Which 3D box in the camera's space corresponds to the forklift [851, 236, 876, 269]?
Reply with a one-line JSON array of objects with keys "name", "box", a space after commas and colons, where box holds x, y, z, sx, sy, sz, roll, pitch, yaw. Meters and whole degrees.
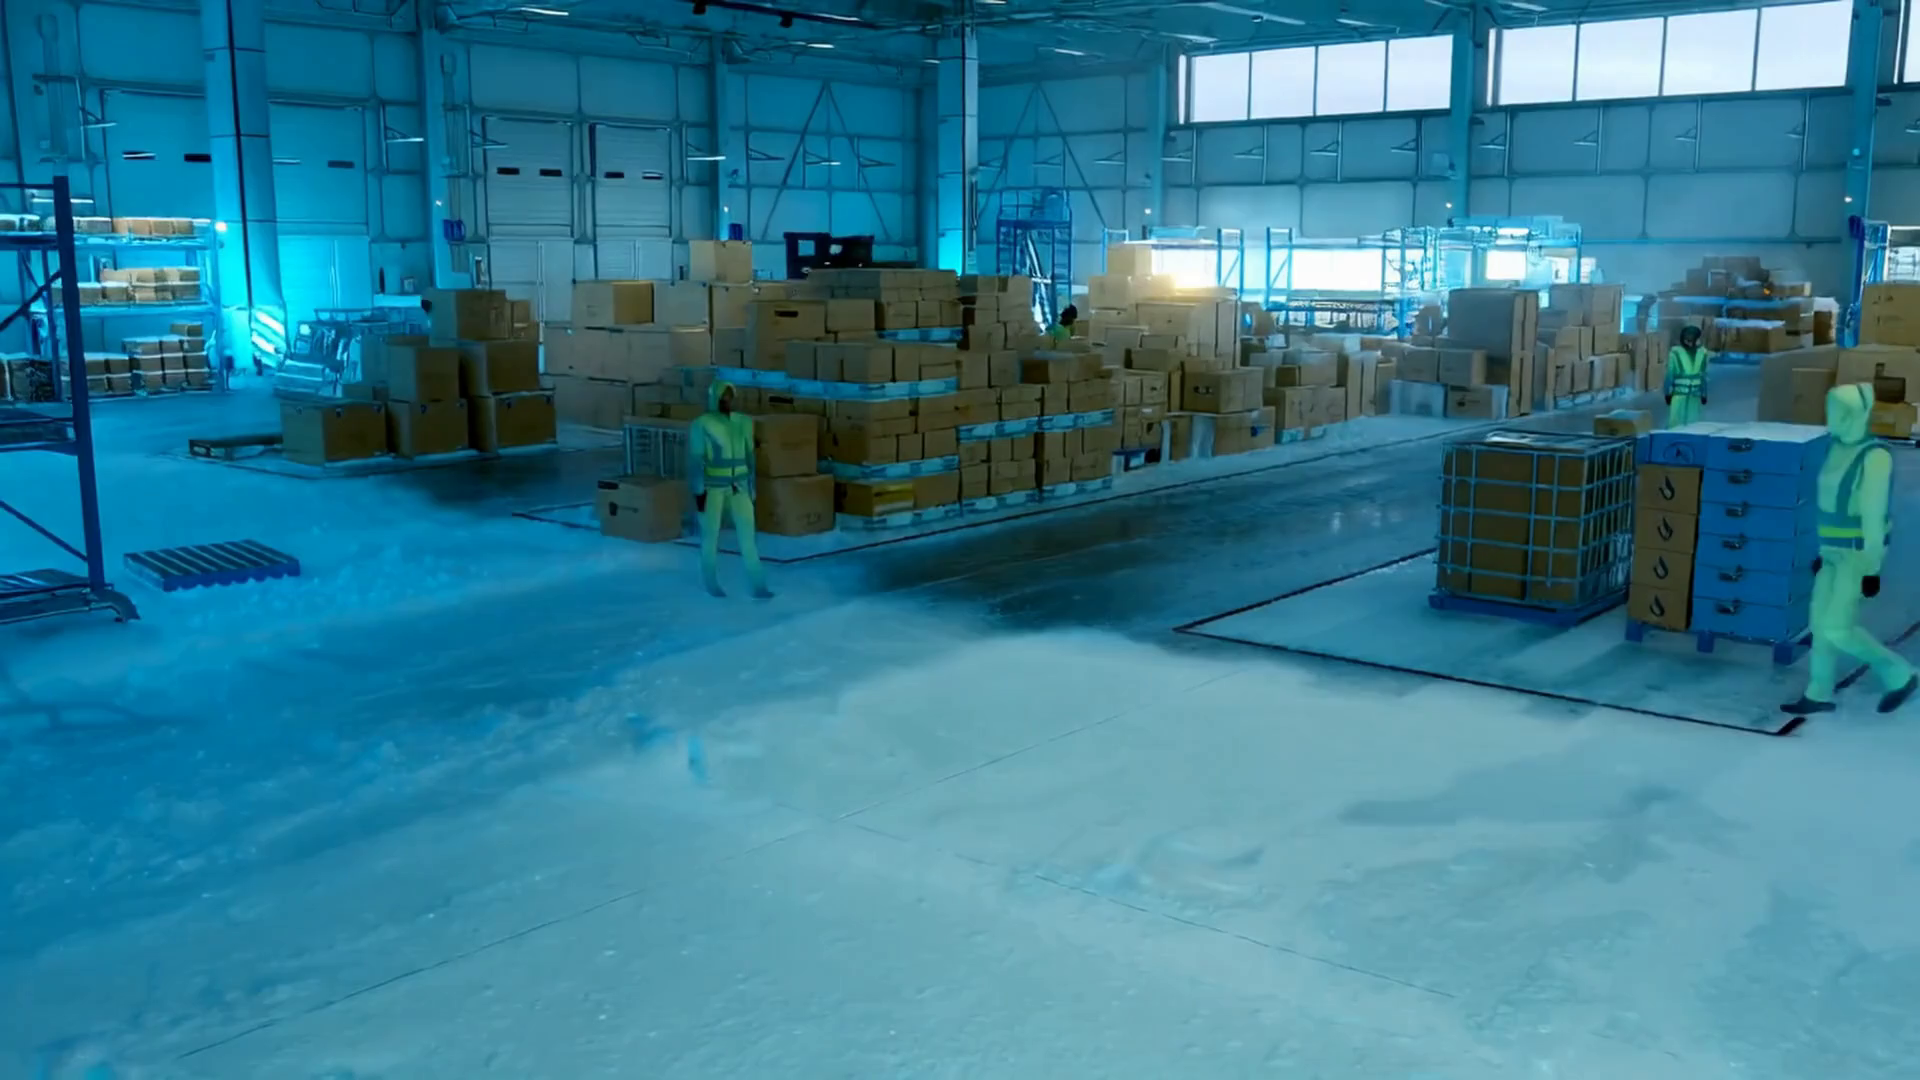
[{"name": "forklift", "box": [-2.287, -5.819, 39.522, 1.873, 2.768, 1.129, 2, 10, 14]}]

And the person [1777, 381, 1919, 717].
[{"name": "person", "box": [4.797, 0.082, 8.823, 0.587, 1.866, 0.616, 2, 10, 10]}]

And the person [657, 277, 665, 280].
[{"name": "person", "box": [-6.437, -4.712, 35.946, 0.635, 1.928, 0.381, -5, 11, -25]}]

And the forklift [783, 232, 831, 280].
[{"name": "forklift", "box": [-2.817, -4.293, 30.833, 1.873, 2.768, 1.129, 8, 13, 40]}]

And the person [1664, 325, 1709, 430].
[{"name": "person", "box": [8.644, -1.741, 19.825, 0.514, 1.645, 0.308, 0, 10, -3]}]

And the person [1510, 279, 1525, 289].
[{"name": "person", "box": [11.312, -4.383, 34.073, 0.432, 1.921, 0.547, 4, 11, 21]}]

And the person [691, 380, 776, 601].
[{"name": "person", "box": [-1.641, -0.337, 11.907, 0.545, 1.601, 0.817, -7, 12, -34]}]

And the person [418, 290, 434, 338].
[{"name": "person", "box": [-8.167, -2.962, 26.038, 0.595, 1.905, 0.804, 9, 13, 41]}]

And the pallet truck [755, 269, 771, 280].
[{"name": "pallet truck", "box": [-4.996, -6.432, 45.525, 1.885, 1.965, 0.823, -6, 12, -32]}]
